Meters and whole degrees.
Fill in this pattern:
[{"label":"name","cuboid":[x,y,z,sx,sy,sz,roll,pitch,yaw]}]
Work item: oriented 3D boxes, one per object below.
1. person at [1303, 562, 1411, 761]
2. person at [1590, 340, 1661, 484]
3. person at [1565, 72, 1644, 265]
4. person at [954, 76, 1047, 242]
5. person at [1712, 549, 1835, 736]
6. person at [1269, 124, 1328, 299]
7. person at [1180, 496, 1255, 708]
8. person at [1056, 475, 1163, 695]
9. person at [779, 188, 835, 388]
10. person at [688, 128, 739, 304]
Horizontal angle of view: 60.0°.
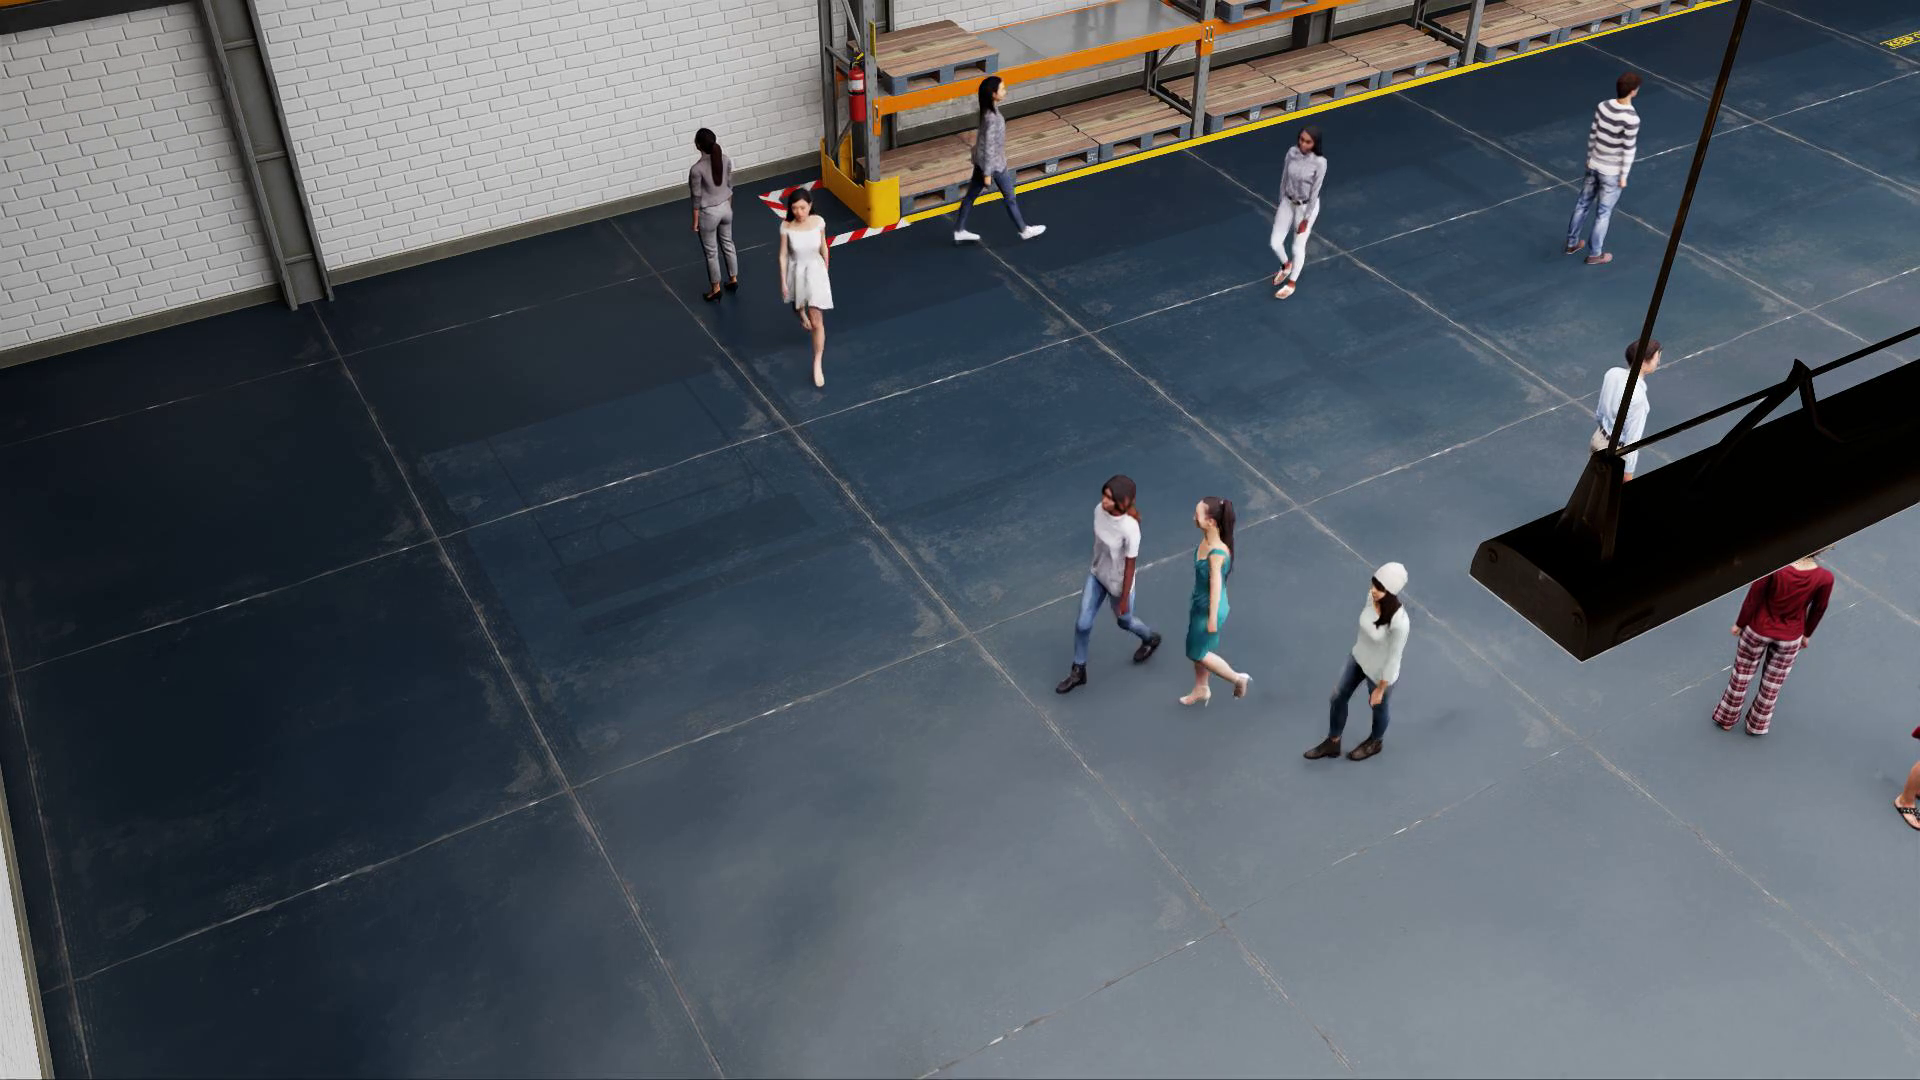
[{"label":"person","cuboid":[2.676,0.772,10.491,0.803,1.635,0.645,-17,42,-20]},{"label":"person","cuboid":[4.771,-0.665,12.120,0.726,1.847,0.733,-6,39,-7]},{"label":"person","cuboid":[6.086,-3.516,15.684,0.519,1.854,0.640,-19,42,-22]},{"label":"person","cuboid":[0.195,-3.590,15.915,1.220,1.682,0.933,-6,39,-7]},{"label":"person","cuboid":[5.241,0.568,10.696,0.681,1.698,0.725,12,40,14]},{"label":"person","cuboid":[3.142,-3.020,15.175,0.724,1.714,0.682,-32,48,-33]},{"label":"person","cuboid":[1.698,0.448,10.867,0.860,1.671,0.777,-4,39,-5]},{"label":"person","cuboid":[1.079,0.271,11.078,1.117,1.685,0.661,-24,45,-27]},{"label":"person","cuboid":[-1.327,-2.235,14.182,1.205,1.726,0.925,-8,39,-10]},{"label":"person","cuboid":[-2.239,-2.950,15.117,0.751,1.678,0.623,30,48,32]}]
